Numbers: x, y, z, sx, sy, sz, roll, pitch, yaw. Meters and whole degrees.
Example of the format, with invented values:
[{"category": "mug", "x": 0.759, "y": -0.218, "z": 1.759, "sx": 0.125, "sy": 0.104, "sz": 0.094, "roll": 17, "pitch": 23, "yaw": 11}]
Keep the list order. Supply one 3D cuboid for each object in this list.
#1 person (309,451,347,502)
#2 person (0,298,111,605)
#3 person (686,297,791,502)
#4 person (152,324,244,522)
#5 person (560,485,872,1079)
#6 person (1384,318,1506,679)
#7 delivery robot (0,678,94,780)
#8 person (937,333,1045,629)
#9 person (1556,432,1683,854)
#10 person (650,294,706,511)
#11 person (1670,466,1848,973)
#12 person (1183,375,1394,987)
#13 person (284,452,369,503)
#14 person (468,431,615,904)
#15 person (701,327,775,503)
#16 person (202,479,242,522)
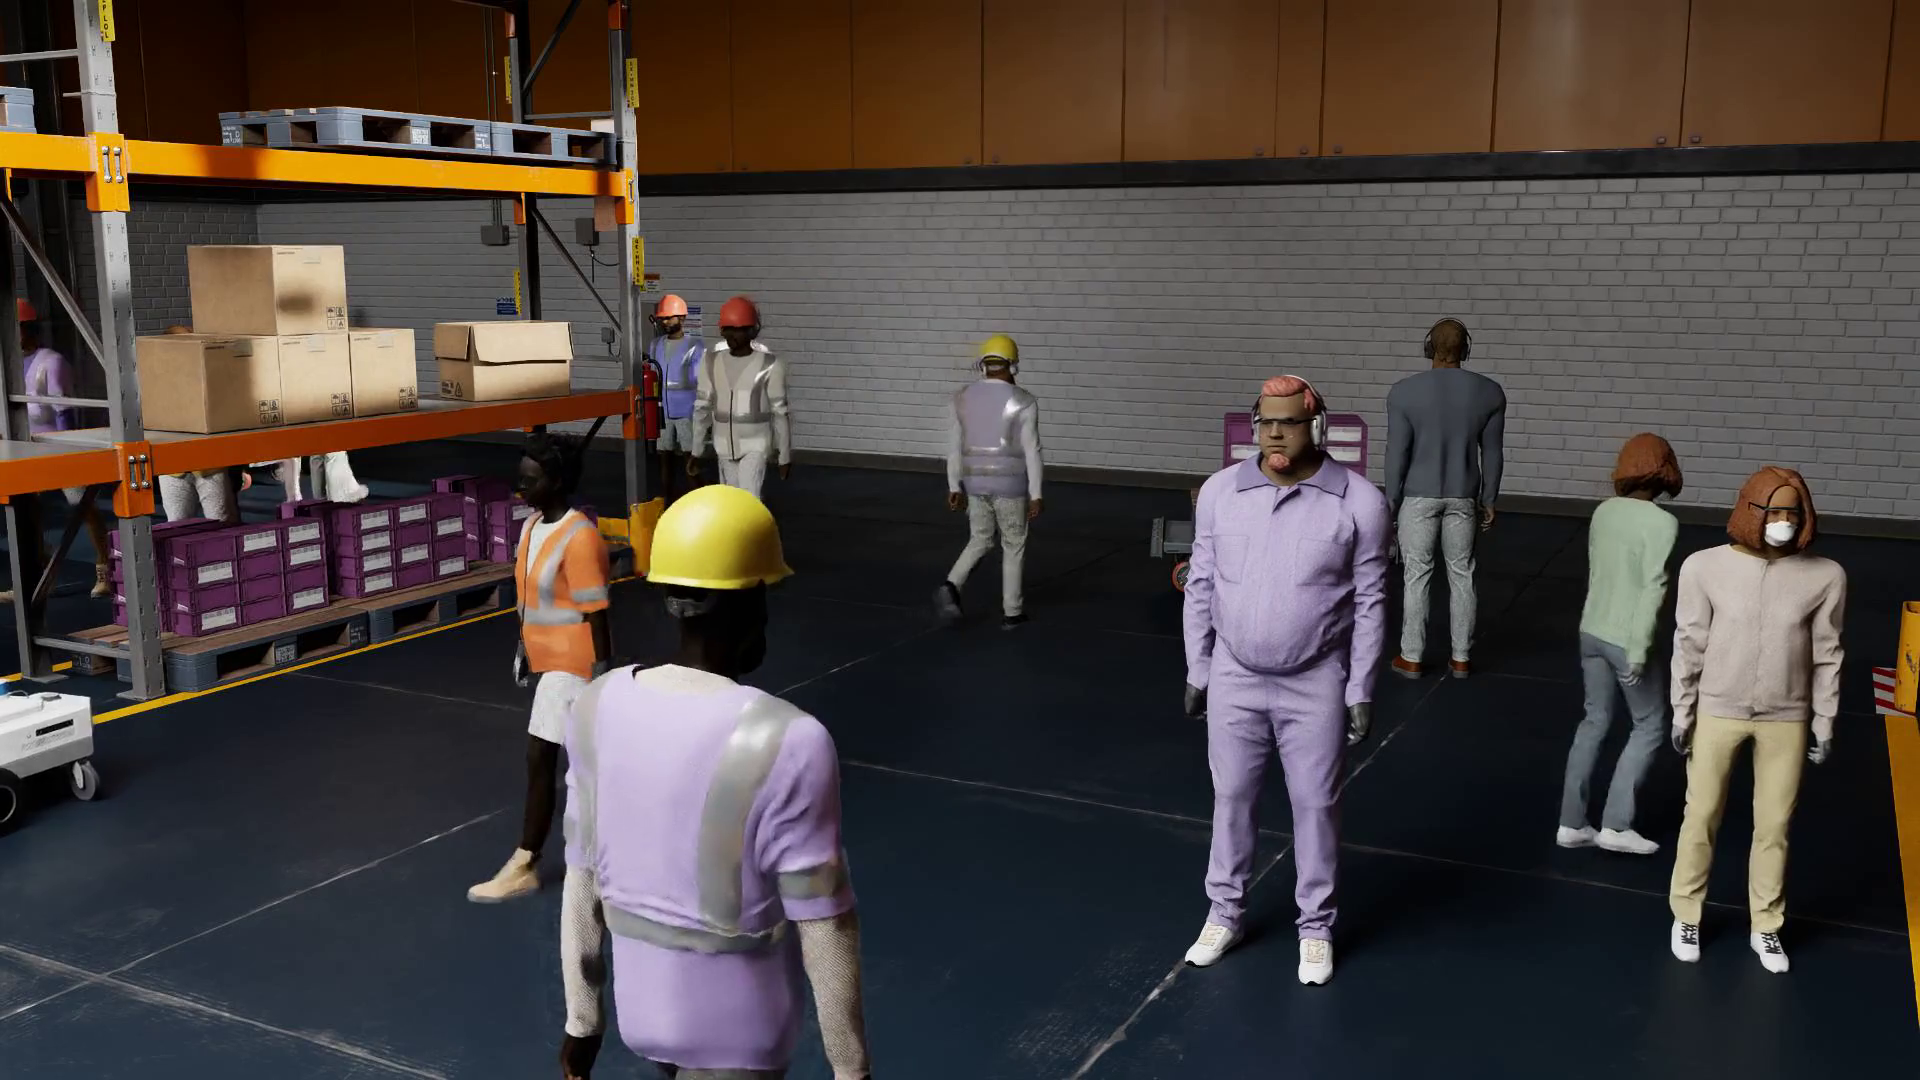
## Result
[{"category": "person", "x": -5.385, "y": -1.078, "z": 14.214, "sx": 0.592, "sy": 1.832, "sz": 0.404, "roll": 9, "pitch": 13, "yaw": 42}, {"category": "person", "x": -5.943, "y": -0.575, "z": 10.875, "sx": 0.622, "sy": 2.001, "sz": 0.721, "roll": 5, "pitch": 11, "yaw": 26}, {"category": "person", "x": -1.427, "y": -0.616, "z": 11.093, "sx": 0.614, "sy": 2.003, "sz": 1.029, "roll": 4, "pitch": 11, "yaw": 22}, {"category": "person", "x": -4.890, "y": -0.453, "z": 10.620, "sx": 0.632, "sy": 1.837, "sz": 0.430, "roll": -1, "pitch": 10, "yaw": -5}, {"category": "person", "x": -0.447, "y": 0.836, "z": 3.020, "sx": 0.603, "sy": 1.876, "sz": 1.019, "roll": 7, "pitch": 12, "yaw": 37}, {"category": "person", "x": 2.575, "y": -0.215, "z": 8.913, "sx": 0.636, "sy": 1.938, "sz": 0.358, "roll": 0, "pitch": 10, "yaw": 1}, {"category": "delivery robot", "x": -3.894, "y": 0.805, "z": 6.741, "sx": 0.477, "sy": 0.478, "sz": 0.707, "roll": 3, "pitch": 10, "yaw": 19}, {"category": "person", "x": 0.178, "y": -0.330, "z": 9.967, "sx": 0.623, "sy": 1.807, "sz": 0.616, "roll": 6, "pitch": 11, "yaw": 31}, {"category": "person", "x": 2.497, "y": 0.394, "z": 6.329, "sx": 0.468, "sy": 1.604, "sz": 0.515, "roll": -3, "pitch": 10, "yaw": -16}, {"category": "person", "x": -2.363, "y": -1.064, "z": 13.829, "sx": 0.542, "sy": 1.939, "sz": 0.364, "roll": 4, "pitch": 11, "yaw": 22}, {"category": "person", "x": 2.515, "y": 0.570, "z": 5.285, "sx": 0.498, "sy": 1.629, "sz": 0.289, "roll": 3, "pitch": 10, "yaw": 16}, {"category": "person", "x": 1.002, "y": 0.438, "z": 5.230, "sx": 0.642, "sy": 1.909, "sz": 0.408, "roll": 4, "pitch": 11, "yaw": 23}, {"category": "person", "x": -5.739, "y": -1.245, "z": 14.853, "sx": 0.618, "sy": 1.946, "sz": 0.990, "roll": 2, "pitch": 10, "yaw": 14}, {"category": "person", "x": -1.388, "y": 0.423, "z": 6.048, "sx": 0.864, "sy": 1.659, "sz": 0.543, "roll": -7, "pitch": 12, "yaw": -34}, {"category": "person", "x": -1.801, "y": -0.971, "z": 13.540, "sx": 0.614, "sy": 1.845, "sz": 0.929, "roll": 0, "pitch": 10, "yaw": 2}, {"category": "person", "x": -5.044, "y": -0.524, "z": 11.207, "sx": 0.309, "sy": 1.769, "sz": 0.523, "roll": 0, "pitch": 10, "yaw": -2}]
